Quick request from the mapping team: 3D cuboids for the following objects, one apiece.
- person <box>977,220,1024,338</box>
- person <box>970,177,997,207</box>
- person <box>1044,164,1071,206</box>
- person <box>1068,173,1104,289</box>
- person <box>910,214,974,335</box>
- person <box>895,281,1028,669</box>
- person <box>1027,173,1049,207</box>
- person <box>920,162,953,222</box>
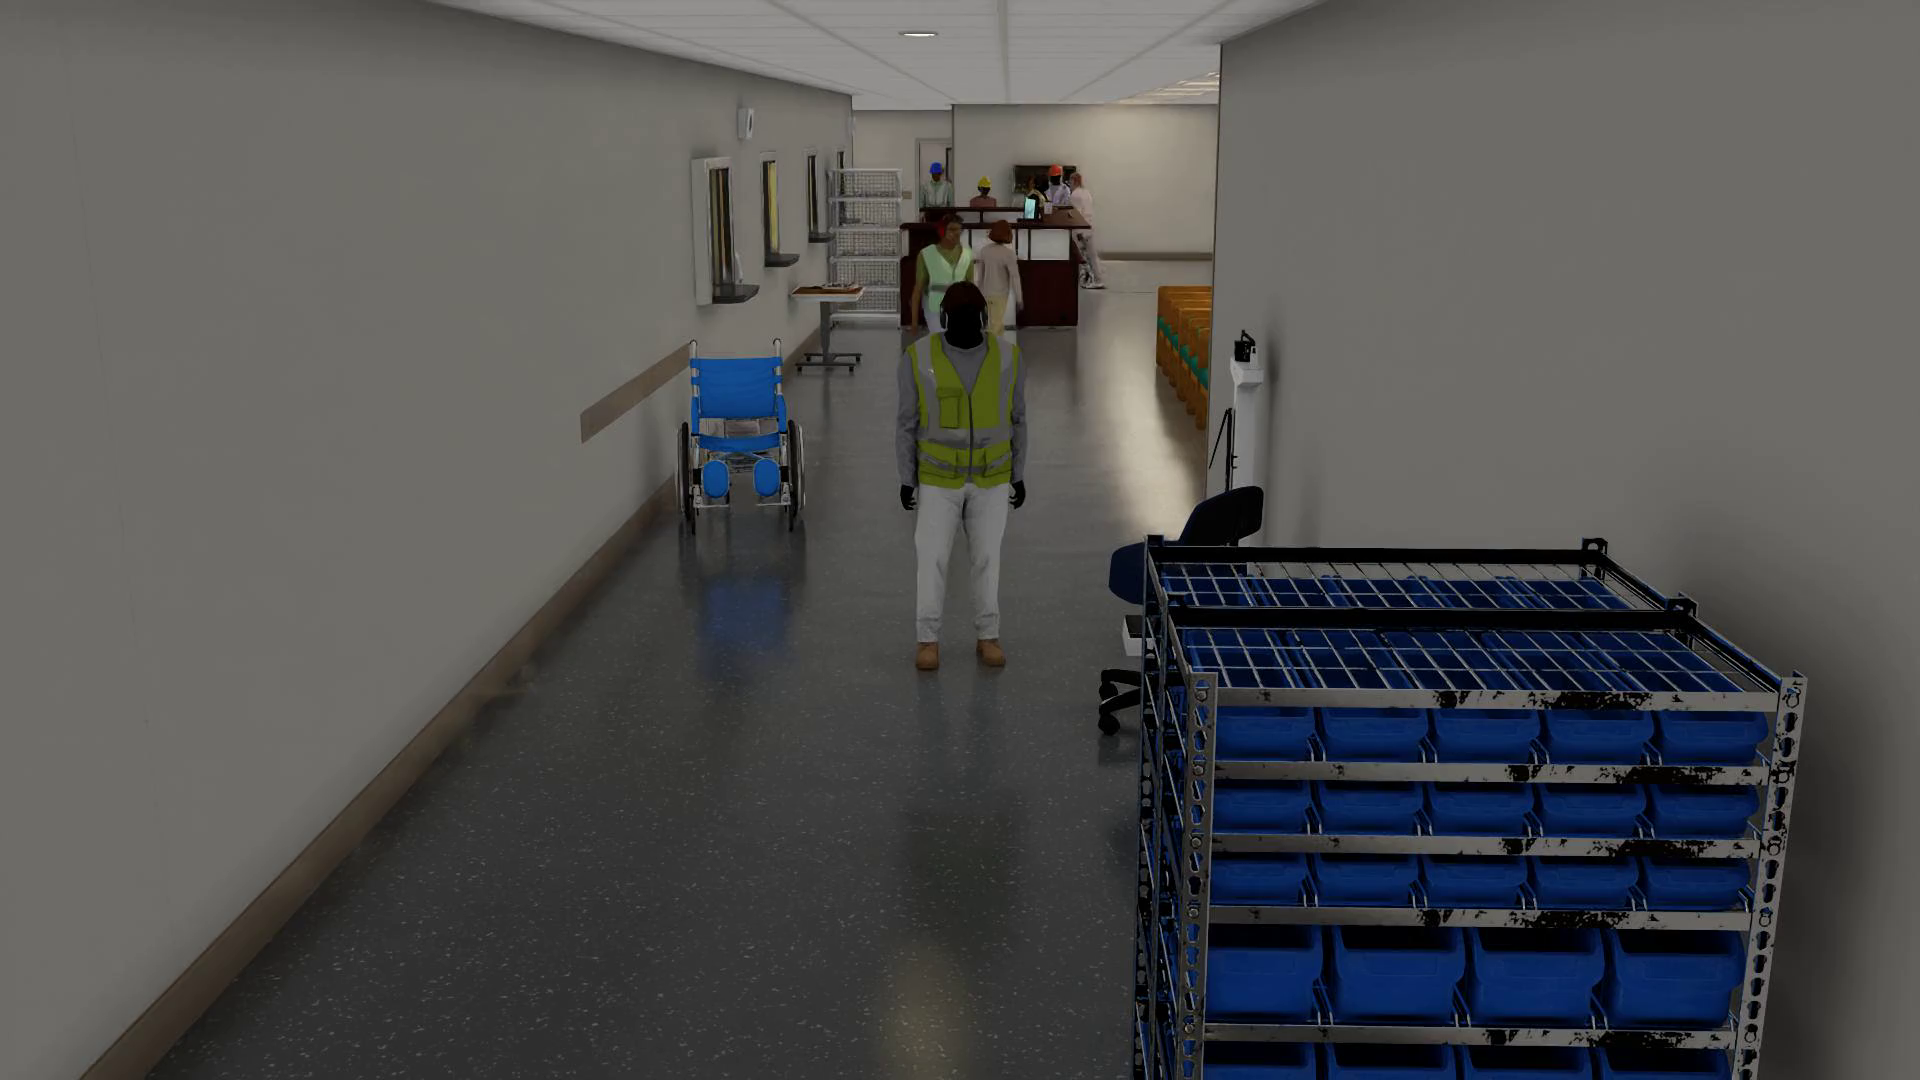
[{"bbox_3d":[0.460,-2.536,17.426,0.773,1.598,0.521,-12,18,-40],"label":"person"},{"bbox_3d":[0.397,-5.098,27.485,0.526,1.768,0.331,-8,16,-29],"label":"person"},{"bbox_3d":[1.695,-5.694,29.575,0.549,1.928,0.389,8,16,30],"label":"person"},{"bbox_3d":[1.923,-4.989,26.912,1.029,1.827,0.654,10,17,35],"label":"person"},{"bbox_3d":[-0.102,-2.003,14.865,0.562,1.786,0.972,-10,17,-35],"label":"person"},{"bbox_3d":[0.015,-0.297,7.847,0.634,1.841,0.429,-2,14,-9],"label":"person"},{"bbox_3d":[1.286,-4.991,26.919,0.429,1.841,0.626,5,15,19],"label":"person"},{"bbox_3d":[-0.434,-5.955,30.600,0.604,1.942,0.402,1,14,3],"label":"person"}]
